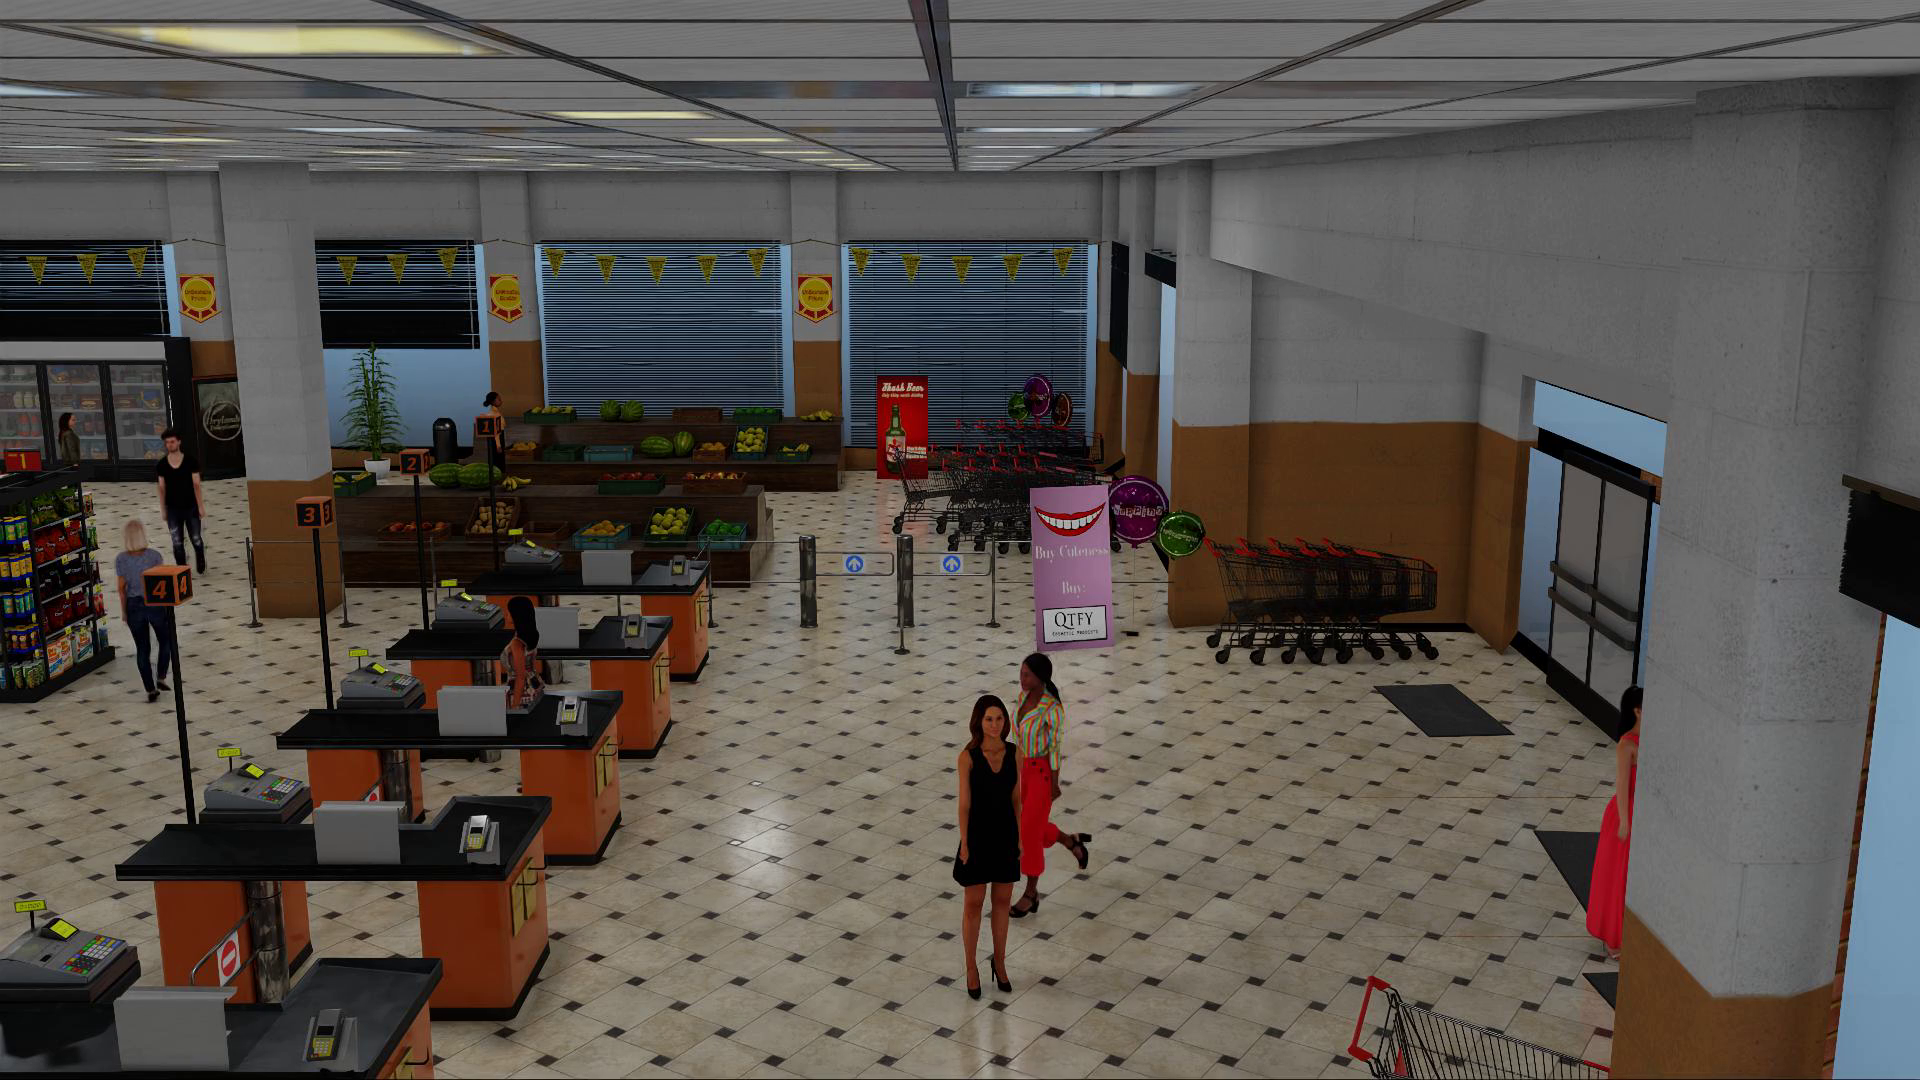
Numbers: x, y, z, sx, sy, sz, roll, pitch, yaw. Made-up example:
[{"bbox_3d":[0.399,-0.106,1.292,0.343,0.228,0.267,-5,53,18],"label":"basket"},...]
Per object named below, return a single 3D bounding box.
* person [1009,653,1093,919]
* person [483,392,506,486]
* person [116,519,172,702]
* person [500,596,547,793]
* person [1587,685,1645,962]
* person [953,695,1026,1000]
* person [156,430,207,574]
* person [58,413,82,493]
[{"bbox_3d":[0.569,1.593,10.895,1.044,1.778,0.916,-9,15,-37],"label":"person"},{"bbox_3d":[-7.167,-1.470,25.741,0.613,1.653,0.620,-3,12,-15],"label":"person"},{"bbox_3d":[-7.565,0.672,15.425,0.587,1.713,0.729,-3,12,-14],"label":"person"},{"bbox_3d":[-3.374,1.232,12.930,0.506,1.645,0.642,0,12,0],"label":"person"},{"bbox_3d":[4.165,1.740,10.321,0.701,1.727,0.778,-9,15,-38],"label":"person"},{"bbox_3d":[0.175,1.798,9.778,0.584,1.835,0.709,-5,13,-22],"label":"person"},{"bbox_3d":[-9.371,-0.399,20.109,1.085,1.879,0.905,-3,12,-13],"label":"person"},{"bbox_3d":[-13.194,-1.158,24.693,0.677,1.475,0.658,-8,14,-32],"label":"person"}]
